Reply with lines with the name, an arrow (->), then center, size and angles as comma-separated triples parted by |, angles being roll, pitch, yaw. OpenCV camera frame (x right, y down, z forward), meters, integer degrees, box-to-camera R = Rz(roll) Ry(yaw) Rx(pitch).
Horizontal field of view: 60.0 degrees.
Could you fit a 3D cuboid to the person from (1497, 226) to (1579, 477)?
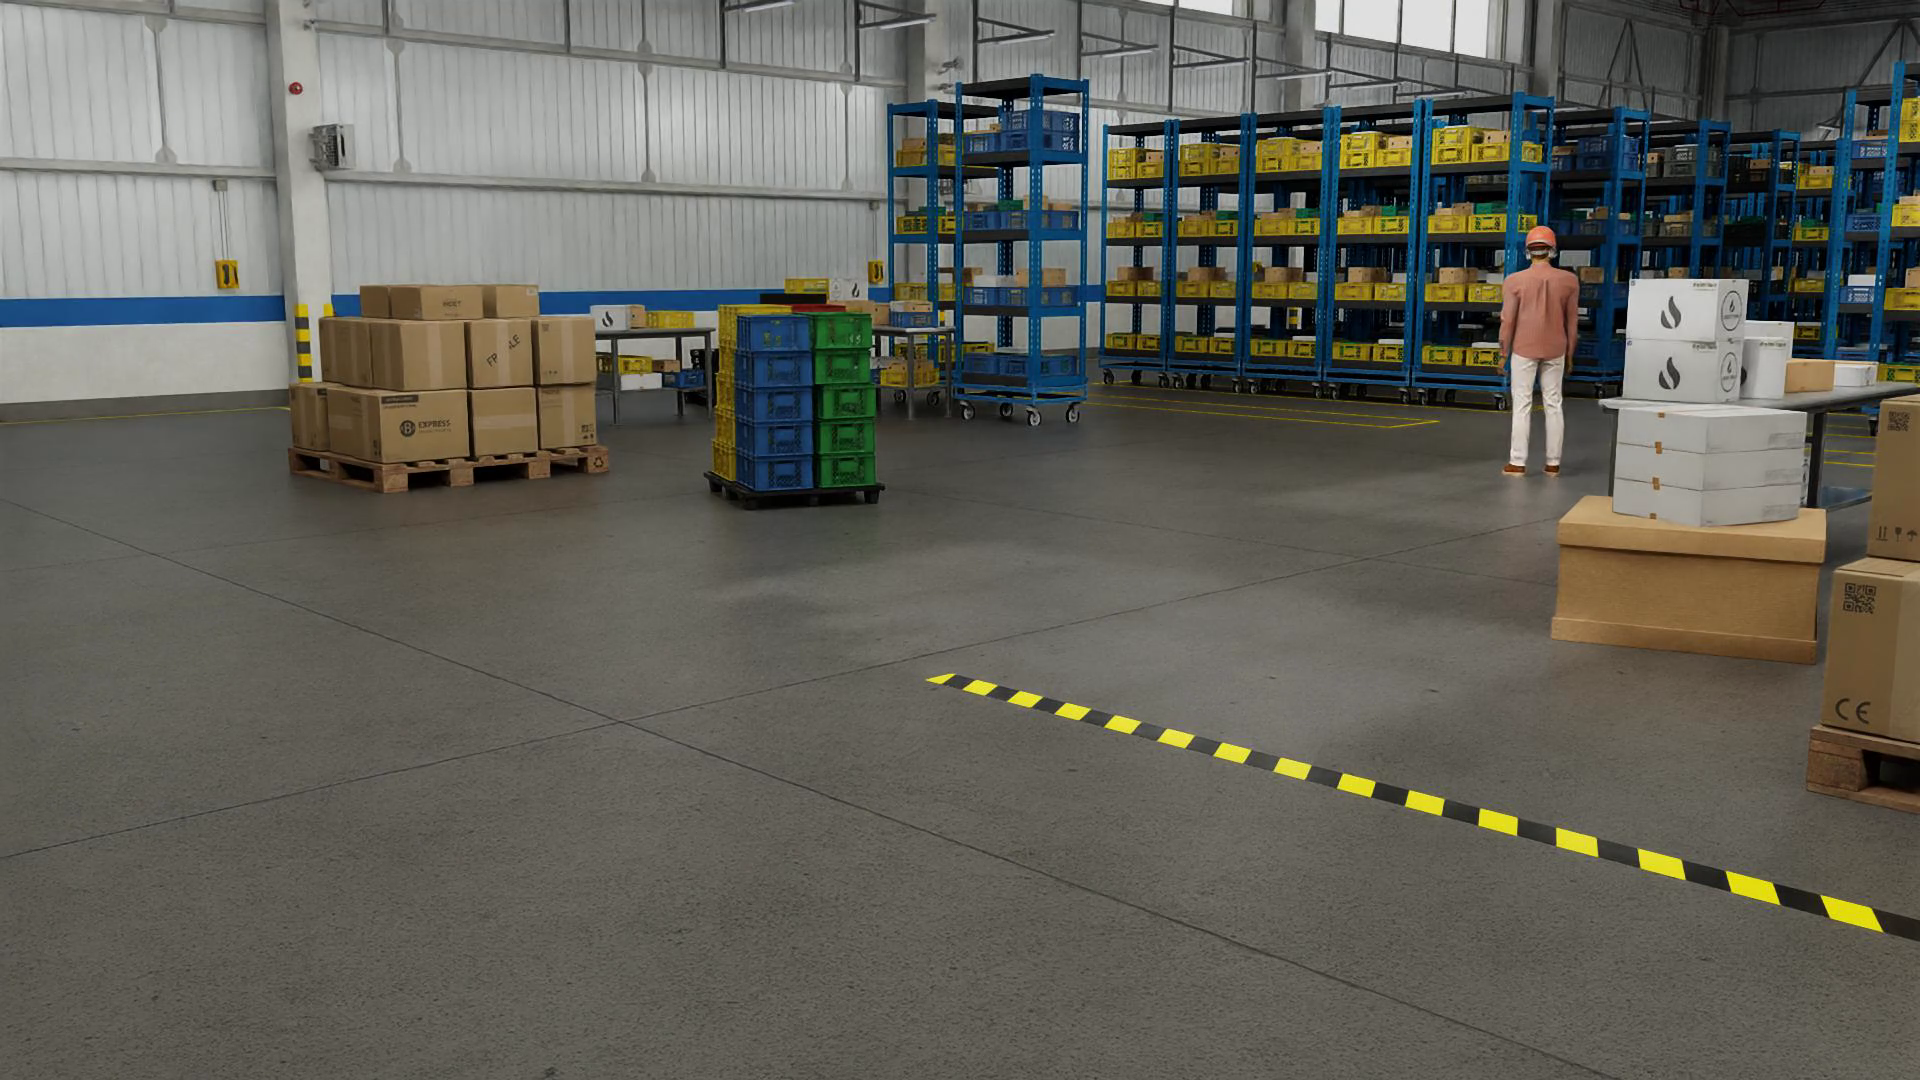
person -> 4.579, -1.486, 13.218 | 0.612, 1.990, 0.392 | 1, 9, 4
